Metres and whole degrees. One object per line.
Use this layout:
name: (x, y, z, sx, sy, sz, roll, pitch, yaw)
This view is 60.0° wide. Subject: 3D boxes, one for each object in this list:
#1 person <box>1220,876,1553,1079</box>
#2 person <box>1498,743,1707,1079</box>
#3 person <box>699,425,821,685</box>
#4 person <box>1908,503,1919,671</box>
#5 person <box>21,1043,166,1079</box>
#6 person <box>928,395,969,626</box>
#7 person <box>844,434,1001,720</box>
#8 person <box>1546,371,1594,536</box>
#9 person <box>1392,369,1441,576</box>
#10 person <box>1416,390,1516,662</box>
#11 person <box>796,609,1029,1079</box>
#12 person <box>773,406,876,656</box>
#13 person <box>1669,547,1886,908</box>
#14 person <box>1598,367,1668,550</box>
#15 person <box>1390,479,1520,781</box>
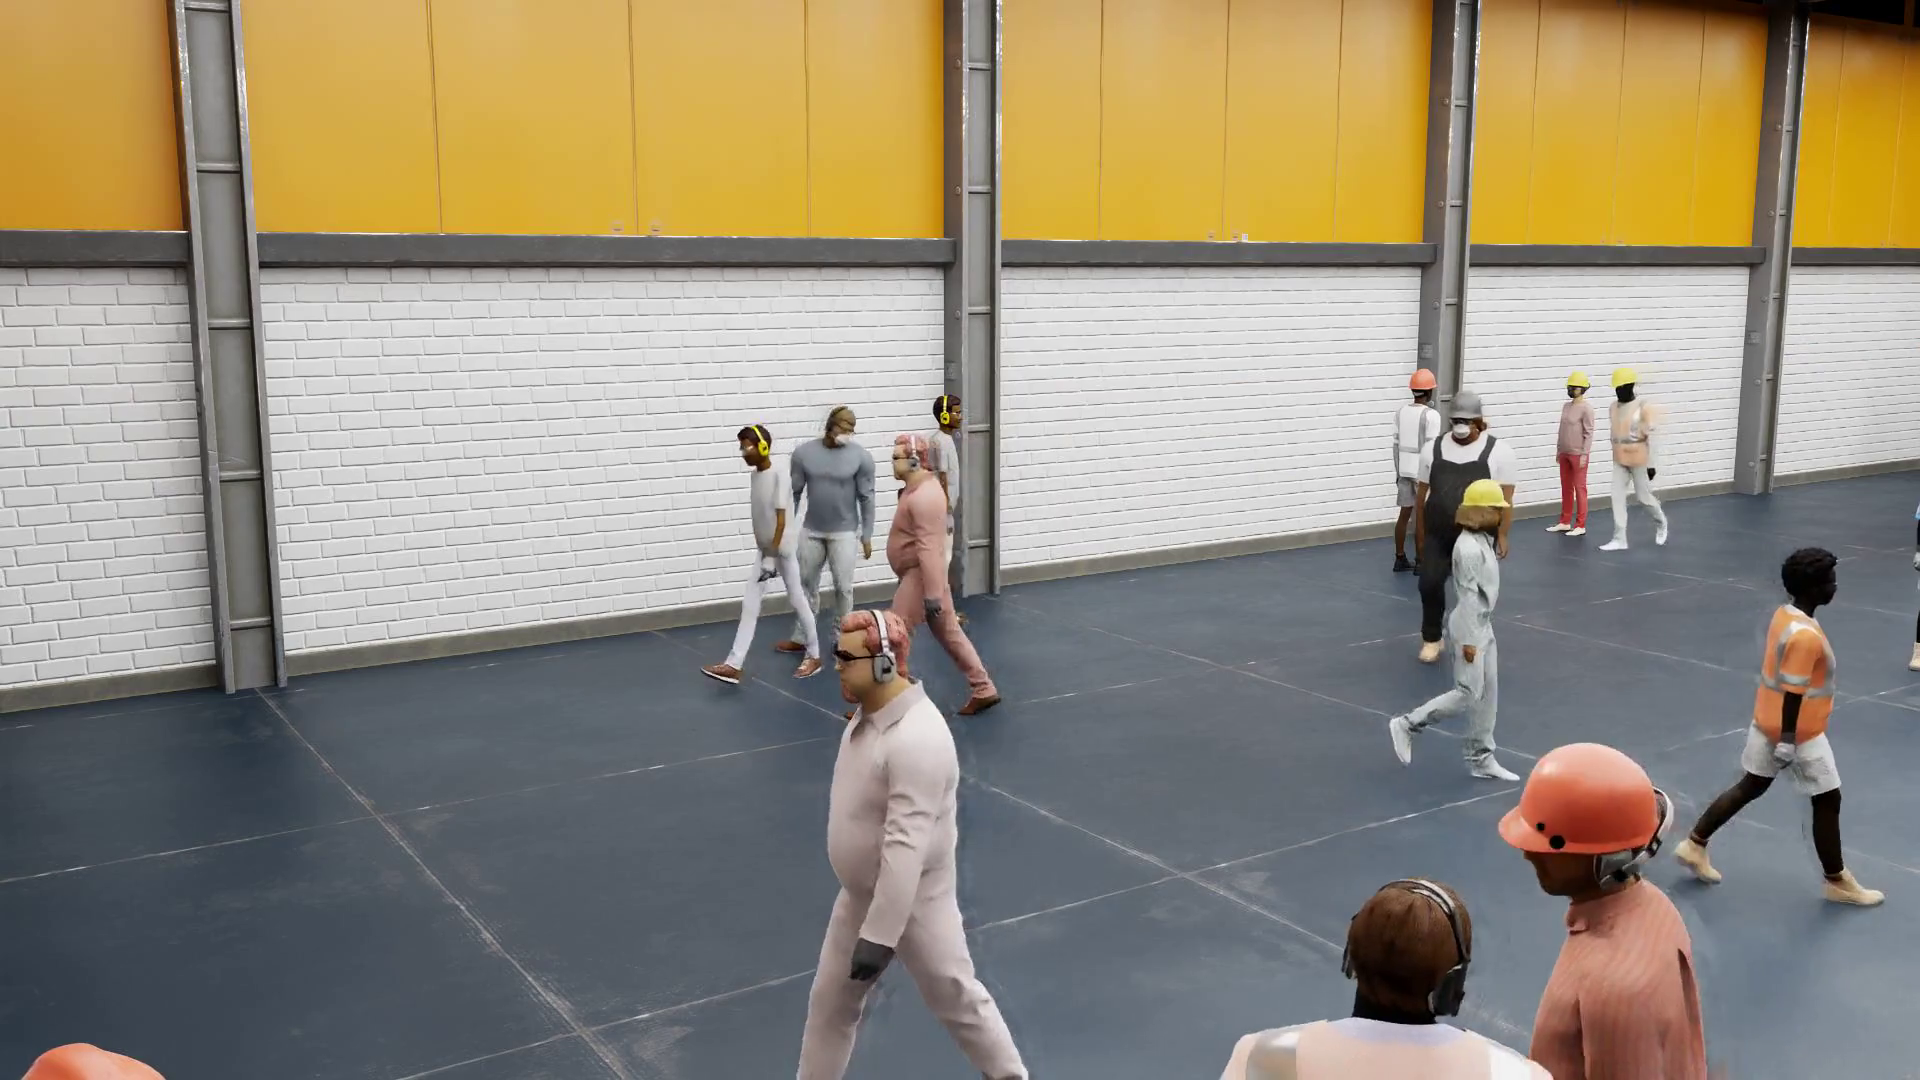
person: (0.767, 1.507, 3.116, 0.617, 1.813, 0.612, 0, 9, 1)
person: (1.279, 1.360, 3.565, 0.972, 1.953, 0.687, 6, 11, 33)
person: (-1.353, 0.112, 11.547, 0.542, 1.799, 1.002, 9, 13, 43)
person: (7.079, 0.116, 11.840, 0.529, 1.697, 0.321, 5, 11, 29)
person: (-1.094, 1.602, 2.210, 0.375, 1.932, 0.544, 5, 11, 27)
person: (-0.106, -0.245, 13.500, 0.328, 1.872, 0.515, -1, 9, -5)
person: (-0.206, 0.246, 10.600, 0.992, 1.863, 0.649, 1, 9, 3)
person: (6.608, -0.930, 17.928, 0.299, 1.772, 0.525, -3, 10, -15)
person: (4.312, -0.635, 15.627, 0.343, 1.942, 0.552, -6, 11, -31)
person: (3.616, -0.080, 11.987, 0.703, 2.000, 0.535, 5, 11, 26)
person: (-0.193, 1.130, 5.323, 1.043, 1.853, 0.634, -5, 10, -25)
person: (-1.028, -0.051, 12.309, 0.833, 1.898, 0.345, 3, 10, 18)
person: (3.772, 0.837, 7.627, 0.879, 1.657, 0.533, 2, 10, 13)
person: (6.957, -0.838, 17.052, 0.850, 1.883, 0.634, -4, 10, -23)
person: (2.840, 0.504, 9.398, 0.636, 1.727, 0.493, 5, 11, 28)
